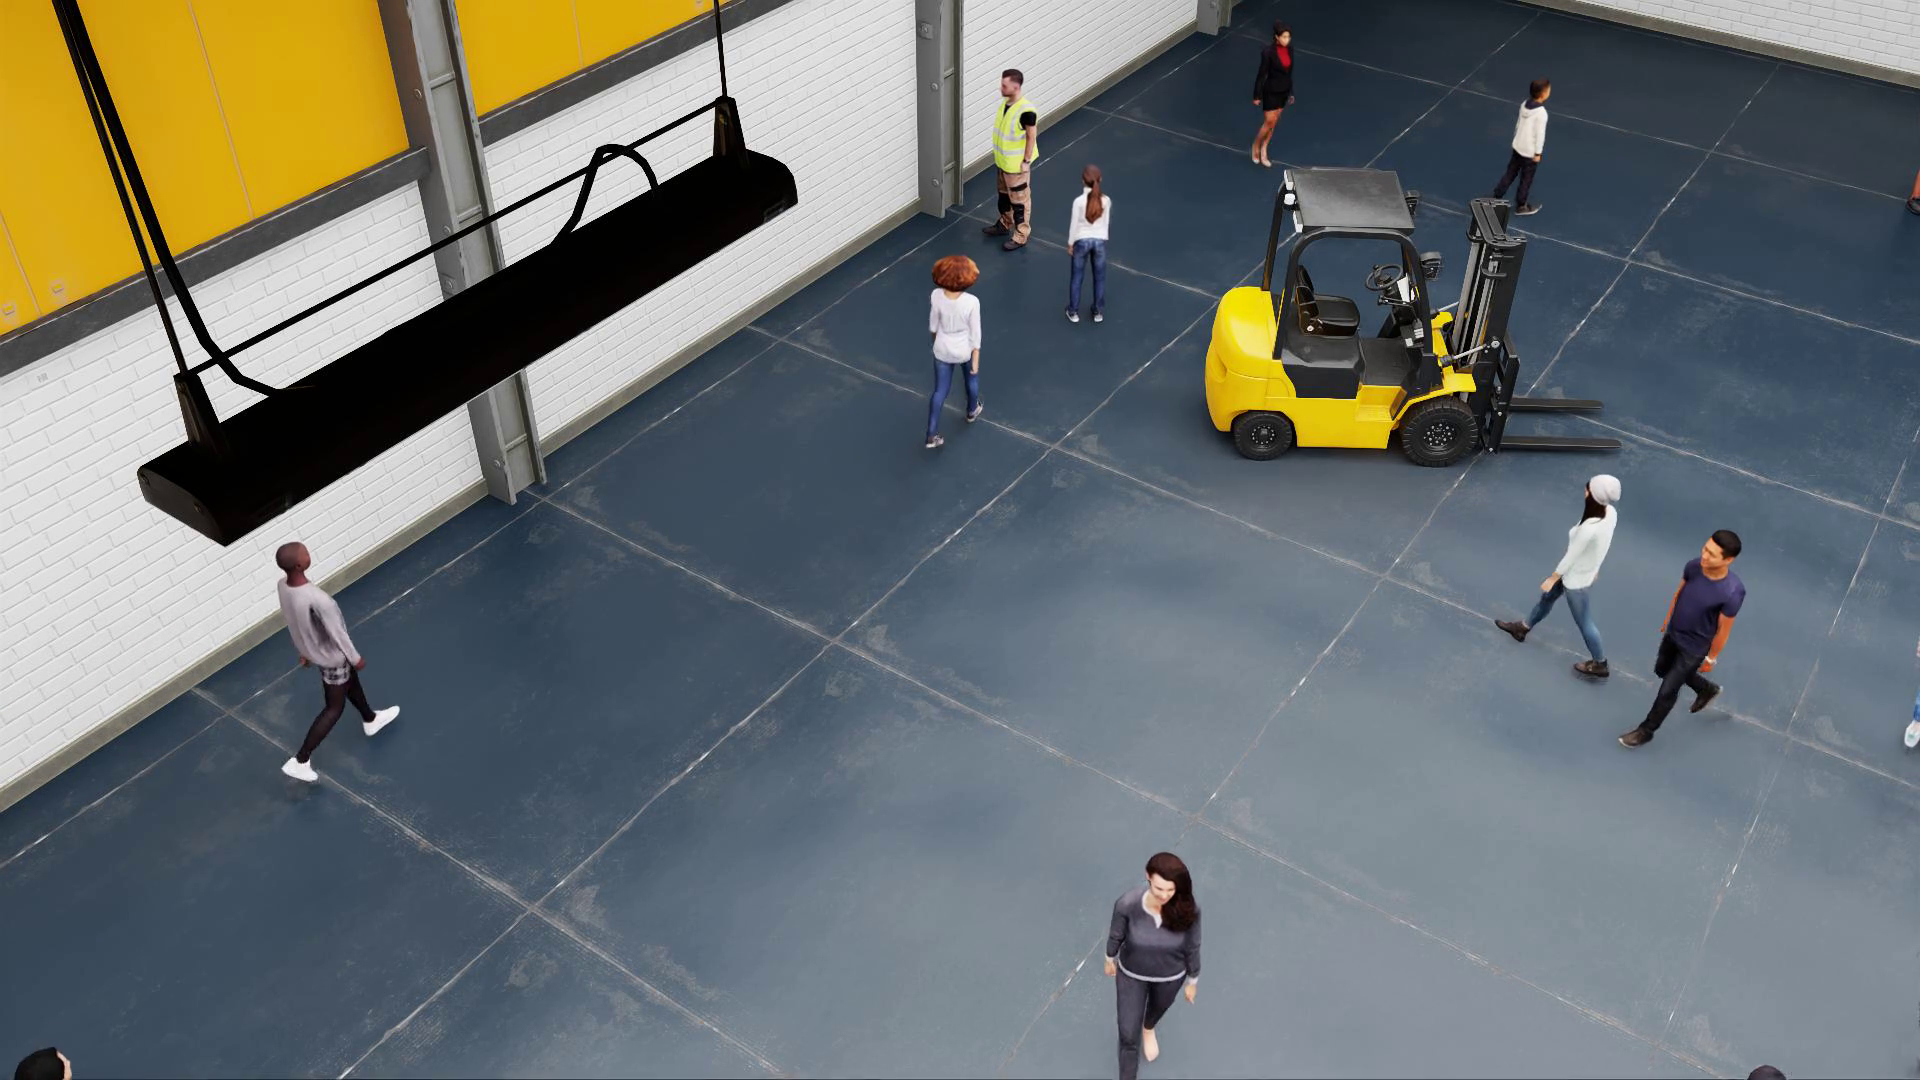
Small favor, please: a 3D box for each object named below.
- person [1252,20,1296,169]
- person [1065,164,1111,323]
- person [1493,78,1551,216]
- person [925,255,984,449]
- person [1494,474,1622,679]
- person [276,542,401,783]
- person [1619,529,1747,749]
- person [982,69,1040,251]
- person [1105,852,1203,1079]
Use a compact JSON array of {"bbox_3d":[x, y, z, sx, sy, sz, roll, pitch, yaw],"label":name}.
[{"bbox_3d":[3.302,-4.765,17.772,0.629,1.629,0.714,-21,43,-24],"label":"person"},{"bbox_3d":[1.200,-2.712,15.259,0.636,1.558,0.692,-4,39,-6],"label":"person"},{"bbox_3d":[5.740,-4.012,16.960,0.861,1.466,0.793,-11,40,-13],"label":"person"},{"bbox_3d":[-0.082,-1.524,13.669,0.819,1.686,1.171,14,41,17],"label":"person"},{"bbox_3d":[4.340,0.284,11.474,0.688,1.599,1.055,27,46,29],"label":"person"},{"bbox_3d":[-4.158,0.791,10.722,0.651,1.746,1.156,26,46,29],"label":"person"},{"bbox_3d":[4.854,0.640,10.891,1.118,1.771,1.010,-11,40,-14],"label":"person"},{"bbox_3d":[0.521,-3.773,16.357,0.871,1.844,0.832,-18,42,-21],"label":"person"},{"bbox_3d":[1.022,2.237,8.915,0.964,1.741,1.084,0,39,0],"label":"person"}]
